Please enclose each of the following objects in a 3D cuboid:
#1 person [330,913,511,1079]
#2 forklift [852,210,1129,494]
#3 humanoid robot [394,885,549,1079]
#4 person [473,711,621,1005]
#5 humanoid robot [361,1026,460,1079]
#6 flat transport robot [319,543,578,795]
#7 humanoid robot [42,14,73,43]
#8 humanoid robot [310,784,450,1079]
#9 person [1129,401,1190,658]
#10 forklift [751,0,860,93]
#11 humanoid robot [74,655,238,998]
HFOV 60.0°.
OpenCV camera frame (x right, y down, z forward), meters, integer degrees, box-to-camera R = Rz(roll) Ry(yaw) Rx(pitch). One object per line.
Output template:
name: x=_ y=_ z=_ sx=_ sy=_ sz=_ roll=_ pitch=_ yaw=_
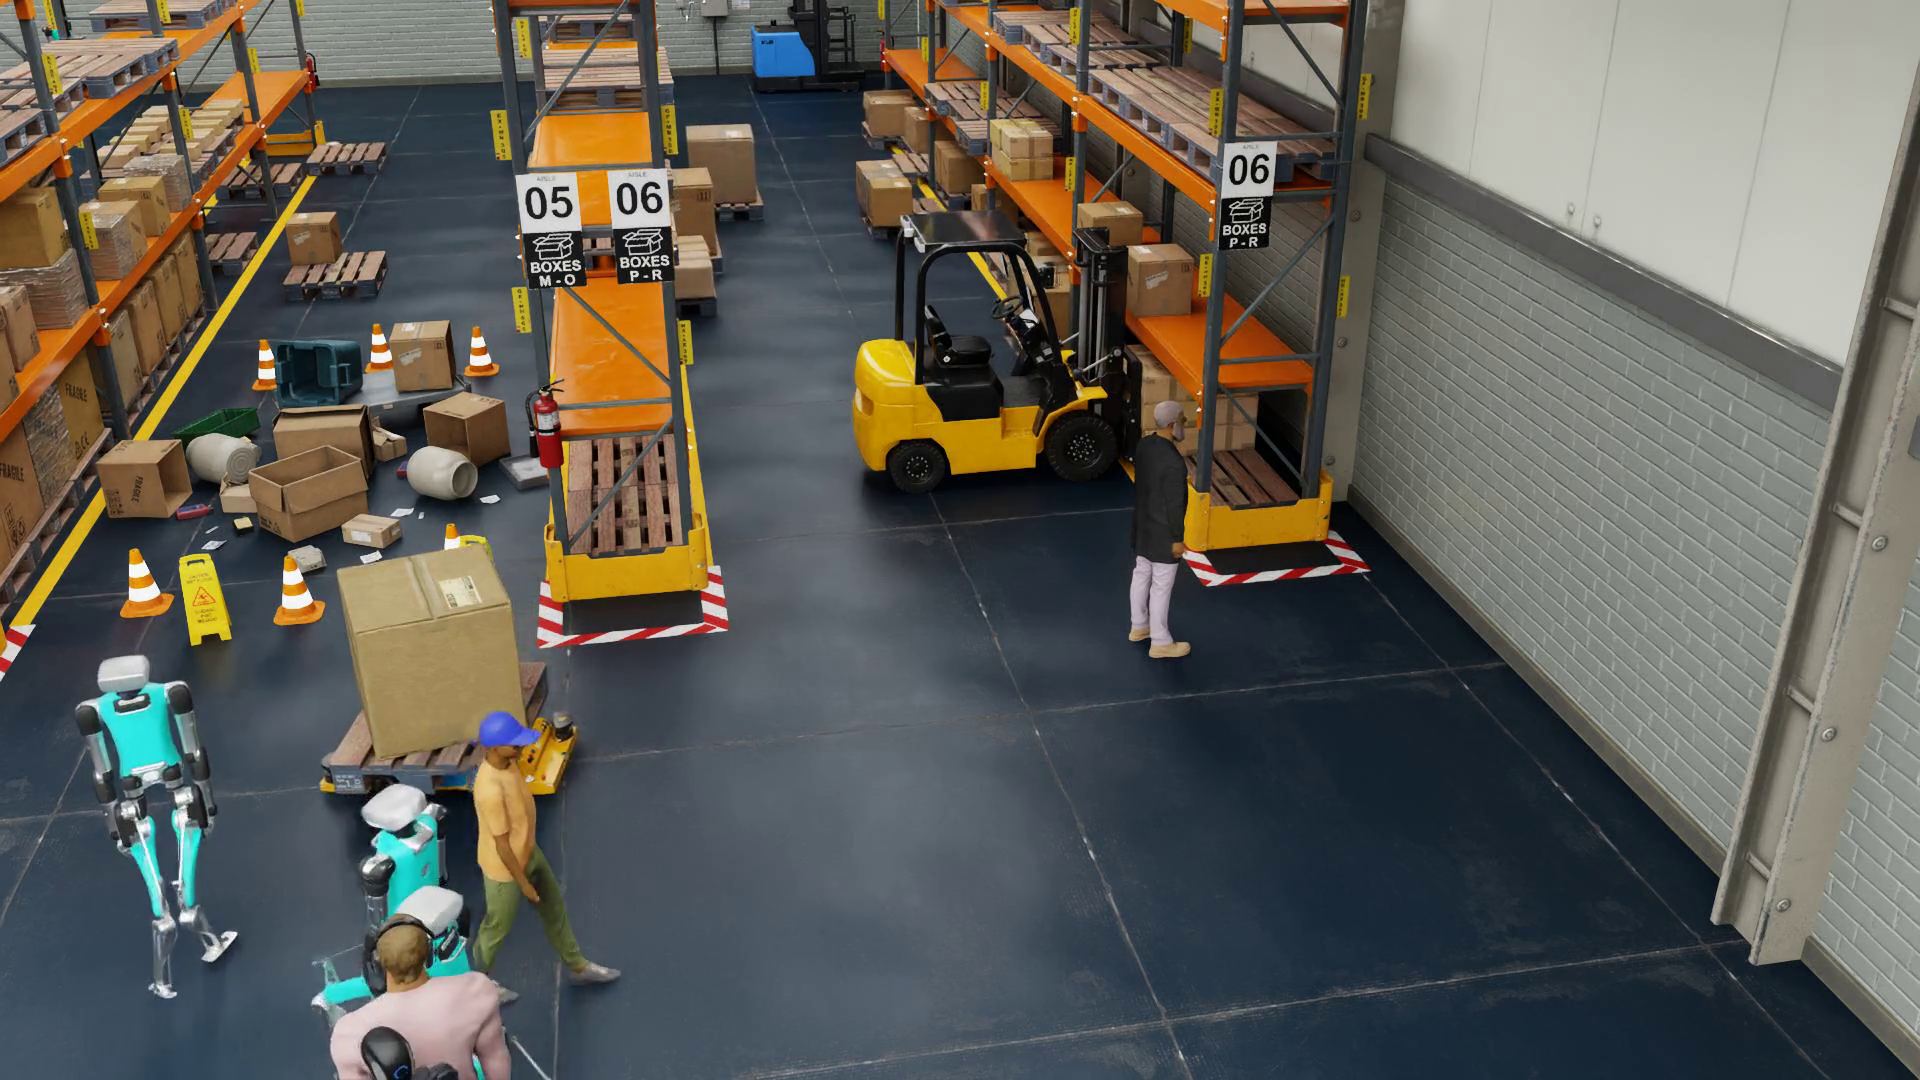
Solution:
person: x=-2.042 y=2.271 z=6.473 sx=0.634 sy=1.937 sz=0.352 roll=-15 pitch=30 yaw=-29
forklift: x=0.216 y=-1.659 z=14.366 sx=2.313 sy=2.155 sz=1.214 roll=-5 pitch=26 yaw=-10
humanoid robot: x=-1.871 y=2.233 z=6.810 sx=0.696 sy=1.809 sz=0.549 roll=4 pitch=26 yaw=7
person: x=-2.168 y=1.590 z=8.190 sx=0.775 sy=1.679 sz=0.471 roll=1 pitch=26 yaw=1
humanoid robot: x=-2.019 y=2.506 z=6.279 sx=0.355 sy=1.655 sz=0.599 roll=20 pitch=32 yaw=35
flat transport robot: x=-3.171 y=1.328 z=10.364 sx=1.431 sy=0.231 sz=0.659 roll=0 pitch=26 yaw=1
humanoid robot: x=-14.842 y=-7.905 z=28.024 sx=0.779 sy=1.880 sz=0.568 roll=9 pitch=27 yaw=18
humanoid robot: x=-2.719 y=1.839 z=7.611 sx=0.885 sy=1.755 sz=0.530 roll=8 pitch=27 yaw=17
person: x=1.373 y=-0.079 z=11.461 sx=0.407 sy=1.856 sz=0.530 roll=-10 pitch=28 yaw=-21
forklift: x=-2.872 y=-9.679 z=30.288 sx=1.873 sy=2.768 sz=1.129 roll=-5 pitch=26 yaw=-10
humanoid robot: x=-3.999 y=1.494 z=8.308 sx=0.579 sy=1.774 sz=0.778 roll=-12 pitch=28 yaw=-24
